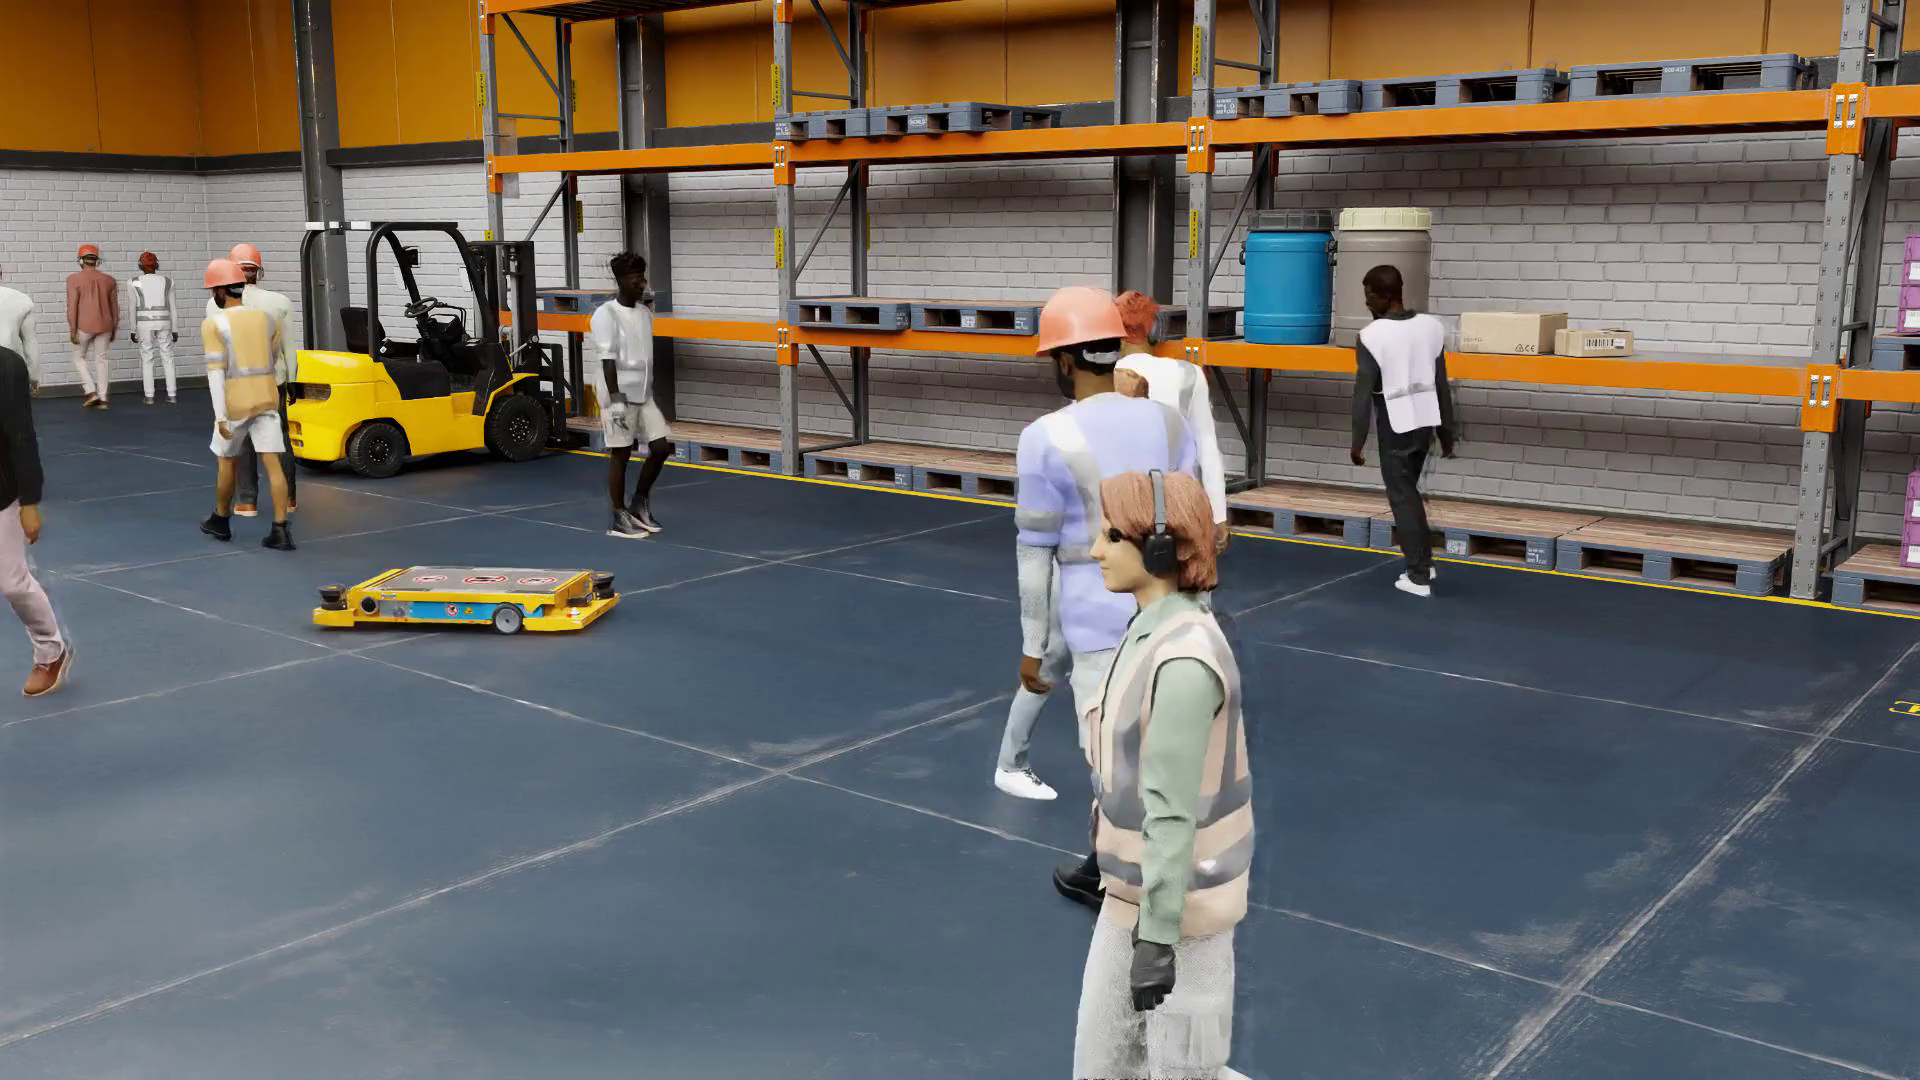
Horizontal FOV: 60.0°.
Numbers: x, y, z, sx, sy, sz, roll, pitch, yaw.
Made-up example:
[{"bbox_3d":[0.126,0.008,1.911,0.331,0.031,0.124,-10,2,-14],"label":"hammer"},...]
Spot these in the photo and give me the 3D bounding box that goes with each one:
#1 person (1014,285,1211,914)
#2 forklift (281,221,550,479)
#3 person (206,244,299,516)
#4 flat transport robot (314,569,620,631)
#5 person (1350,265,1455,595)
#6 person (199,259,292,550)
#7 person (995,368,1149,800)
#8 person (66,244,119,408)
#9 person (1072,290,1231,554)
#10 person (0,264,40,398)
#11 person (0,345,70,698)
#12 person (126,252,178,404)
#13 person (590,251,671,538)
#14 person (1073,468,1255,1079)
[{"bbox_3d":[0.398,0.233,4.762,0.547,1.888,0.794,-7,12,-34],"label":"person"},{"bbox_3d":[-4.922,-1.741,14.854,1.214,2.155,2.313,8,13,38],"label":"forklift"},{"bbox_3d":[-5.201,-1.173,12.255,0.614,1.993,0.395,-7,12,-34],"label":"person"},{"bbox_3d":[-2.607,0.303,8.856,1.431,0.197,0.652,1,10,5],"label":"flat transport robot"},{"bbox_3d":[2.491,-0.619,9.512,0.662,1.879,0.569,-5,11,-27],"label":"person"},{"bbox_3d":[-4.771,-0.895,10.994,0.988,1.883,0.560,9,13,40],"label":"person"},{"bbox_3d":[0.498,0.184,5.867,0.866,1.576,0.513,5,11,26],"label":"person"},{"bbox_3d":[-10.430,-2.556,19.996,0.428,1.969,0.636,8,13,36],"label":"person"},{"bbox_3d":[0.786,-0.117,6.914,0.643,1.814,1.028,-2,10,-13],"label":"person"},{"bbox_3d":[-7.454,-1.255,12.872,0.355,1.936,0.635,10,14,43],"label":"person"},{"bbox_3d":[-4.157,-0.206,7.020,0.623,1.958,0.973,0,10,-2],"label":"person"},{"bbox_3d":[-9.996,-2.624,20.640,0.568,1.878,0.350,-8,13,-38],"label":"person"},{"bbox_3d":[-2.224,-0.970,11.255,0.440,1.943,0.612,6,12,30],"label":"person"},{"bbox_3d":[0.460,0.664,3.110,0.677,1.616,0.521,-1,10,-5],"label":"person"}]
